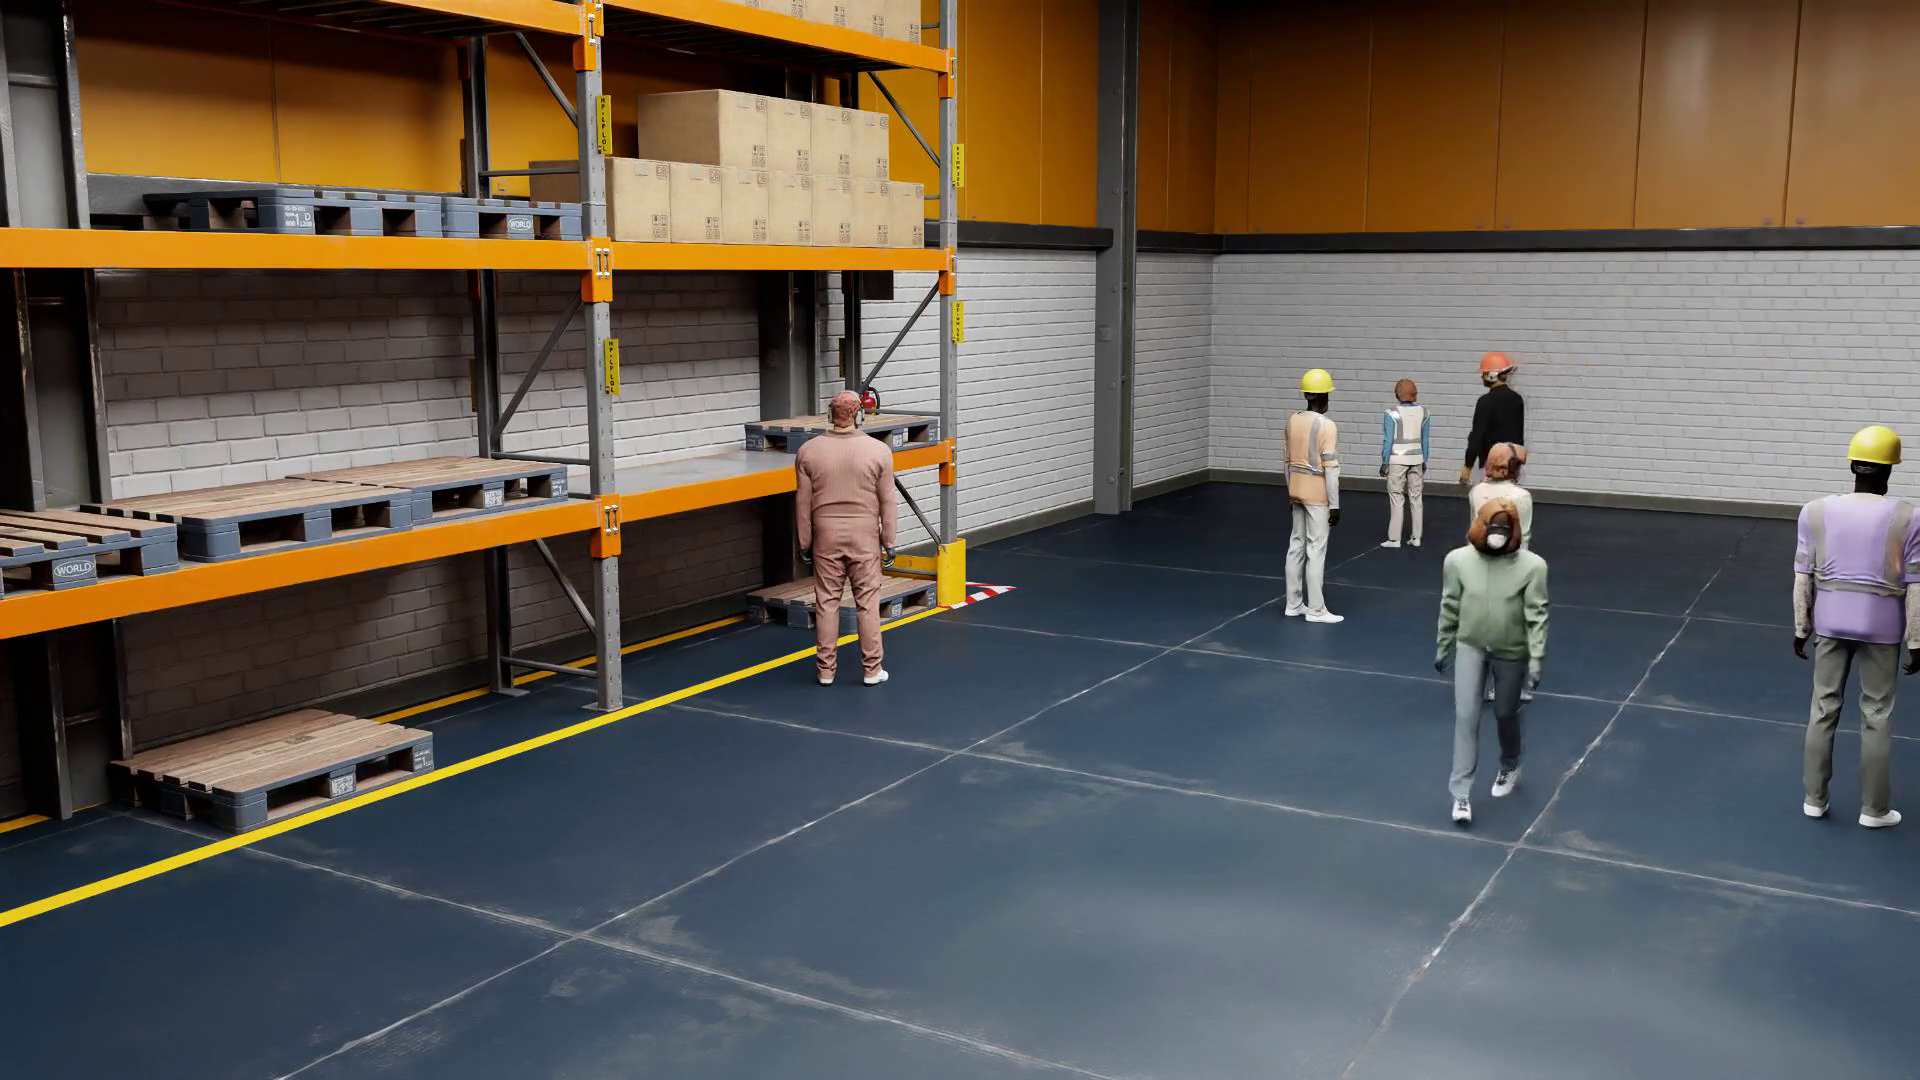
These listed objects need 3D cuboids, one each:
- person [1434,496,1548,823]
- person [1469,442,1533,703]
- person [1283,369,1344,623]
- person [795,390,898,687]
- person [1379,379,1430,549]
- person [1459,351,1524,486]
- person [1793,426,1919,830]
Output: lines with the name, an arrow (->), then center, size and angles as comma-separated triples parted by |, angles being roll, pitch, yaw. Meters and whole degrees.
person -> 2.602, 0.558, 8.161 | 0.541, 1.588, 0.873 | 4, 10, 25
person -> 3.349, 0.206, 10.205 | 0.525, 1.617, 0.547 | -4, 10, -26
person -> 2.682, -0.332, 12.637 | 0.355, 1.930, 0.587 | -4, 10, -25
person -> -0.721, -0.005, 10.668 | 0.655, 1.906, 0.407 | 1, 9, 4
person -> 4.278, -0.726, 16.007 | 0.522, 1.636, 0.309 | -3, 10, -20
person -> 4.651, -0.662, 14.571 | 0.545, 1.975, 0.623 | 8, 12, 43
person -> 4.301, 0.418, 7.963 | 0.585, 1.928, 0.370 | 8, 12, 42
